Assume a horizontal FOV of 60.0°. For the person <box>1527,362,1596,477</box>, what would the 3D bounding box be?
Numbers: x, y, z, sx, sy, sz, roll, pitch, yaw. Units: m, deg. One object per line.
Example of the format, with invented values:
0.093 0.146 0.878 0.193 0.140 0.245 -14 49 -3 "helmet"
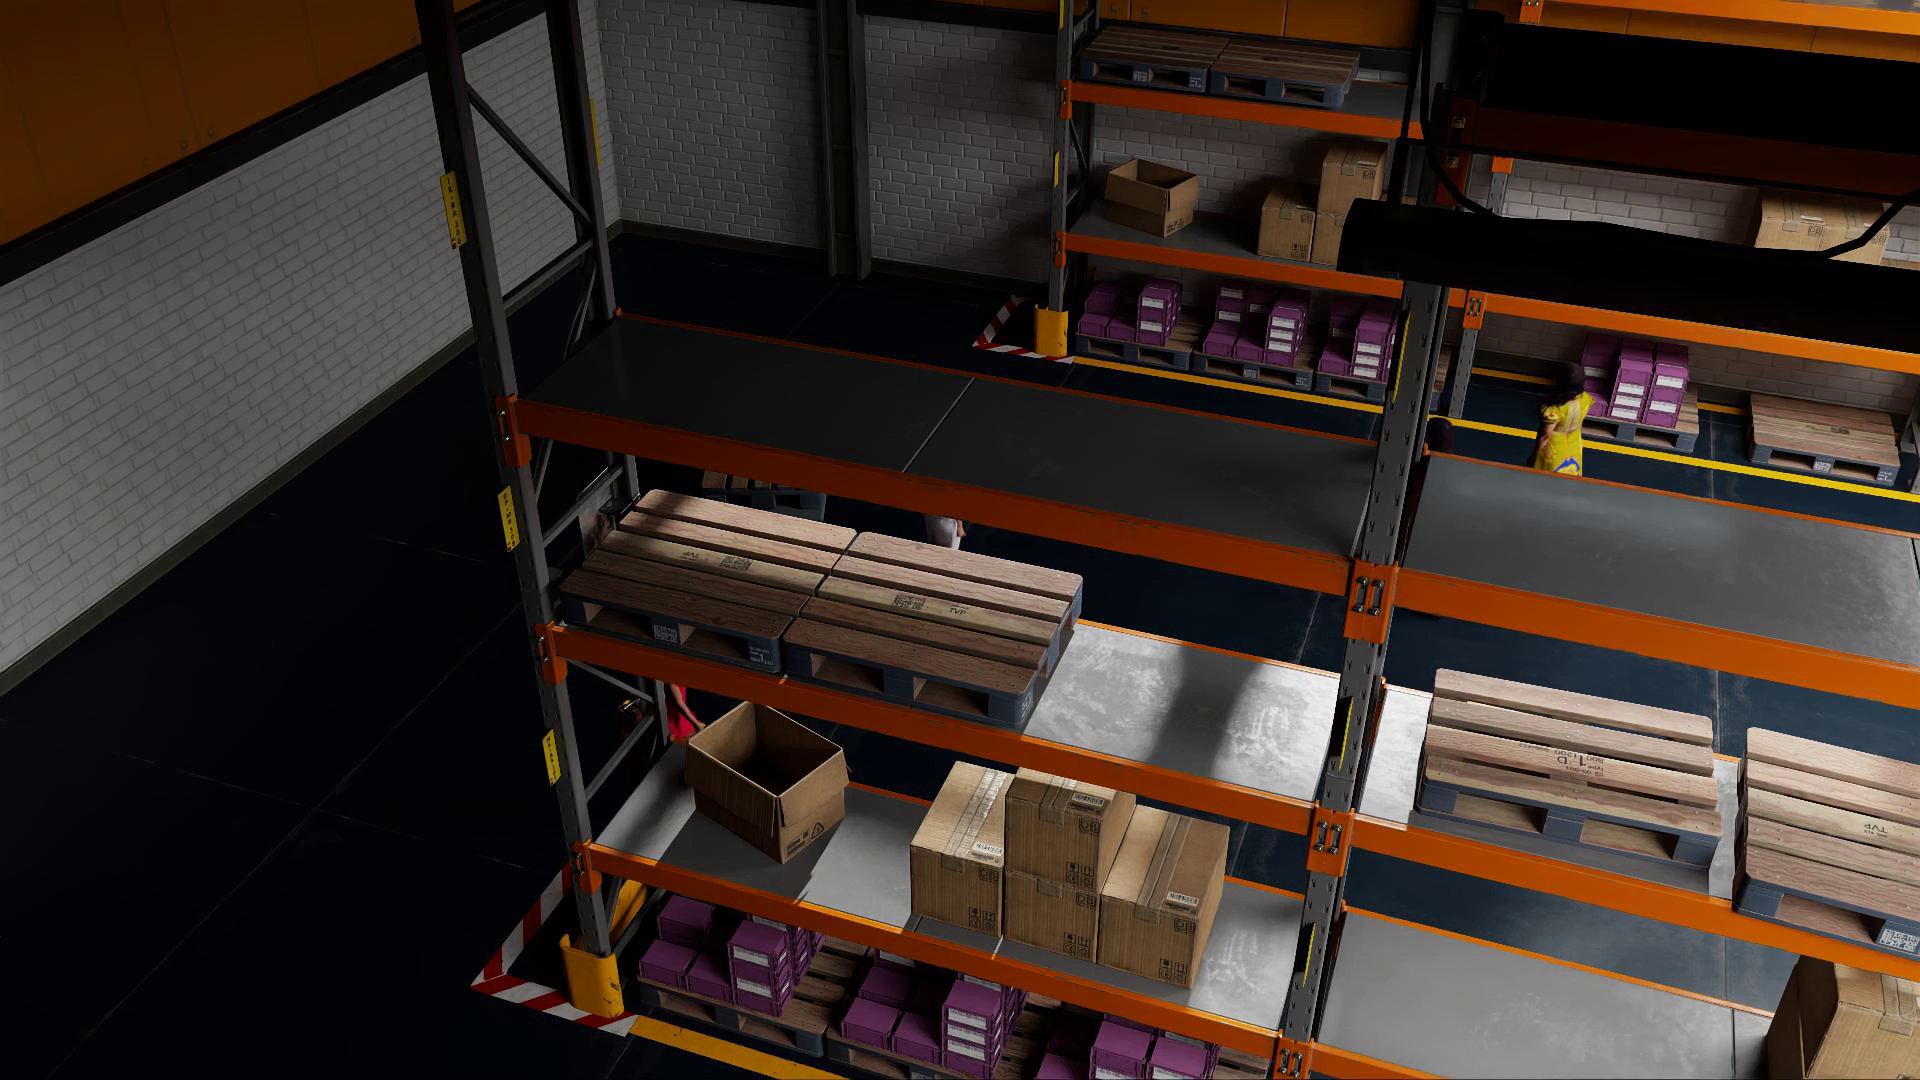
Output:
4.884 -0.714 13.652 1.001 1.660 1.047 -17 37 -23 "person"
